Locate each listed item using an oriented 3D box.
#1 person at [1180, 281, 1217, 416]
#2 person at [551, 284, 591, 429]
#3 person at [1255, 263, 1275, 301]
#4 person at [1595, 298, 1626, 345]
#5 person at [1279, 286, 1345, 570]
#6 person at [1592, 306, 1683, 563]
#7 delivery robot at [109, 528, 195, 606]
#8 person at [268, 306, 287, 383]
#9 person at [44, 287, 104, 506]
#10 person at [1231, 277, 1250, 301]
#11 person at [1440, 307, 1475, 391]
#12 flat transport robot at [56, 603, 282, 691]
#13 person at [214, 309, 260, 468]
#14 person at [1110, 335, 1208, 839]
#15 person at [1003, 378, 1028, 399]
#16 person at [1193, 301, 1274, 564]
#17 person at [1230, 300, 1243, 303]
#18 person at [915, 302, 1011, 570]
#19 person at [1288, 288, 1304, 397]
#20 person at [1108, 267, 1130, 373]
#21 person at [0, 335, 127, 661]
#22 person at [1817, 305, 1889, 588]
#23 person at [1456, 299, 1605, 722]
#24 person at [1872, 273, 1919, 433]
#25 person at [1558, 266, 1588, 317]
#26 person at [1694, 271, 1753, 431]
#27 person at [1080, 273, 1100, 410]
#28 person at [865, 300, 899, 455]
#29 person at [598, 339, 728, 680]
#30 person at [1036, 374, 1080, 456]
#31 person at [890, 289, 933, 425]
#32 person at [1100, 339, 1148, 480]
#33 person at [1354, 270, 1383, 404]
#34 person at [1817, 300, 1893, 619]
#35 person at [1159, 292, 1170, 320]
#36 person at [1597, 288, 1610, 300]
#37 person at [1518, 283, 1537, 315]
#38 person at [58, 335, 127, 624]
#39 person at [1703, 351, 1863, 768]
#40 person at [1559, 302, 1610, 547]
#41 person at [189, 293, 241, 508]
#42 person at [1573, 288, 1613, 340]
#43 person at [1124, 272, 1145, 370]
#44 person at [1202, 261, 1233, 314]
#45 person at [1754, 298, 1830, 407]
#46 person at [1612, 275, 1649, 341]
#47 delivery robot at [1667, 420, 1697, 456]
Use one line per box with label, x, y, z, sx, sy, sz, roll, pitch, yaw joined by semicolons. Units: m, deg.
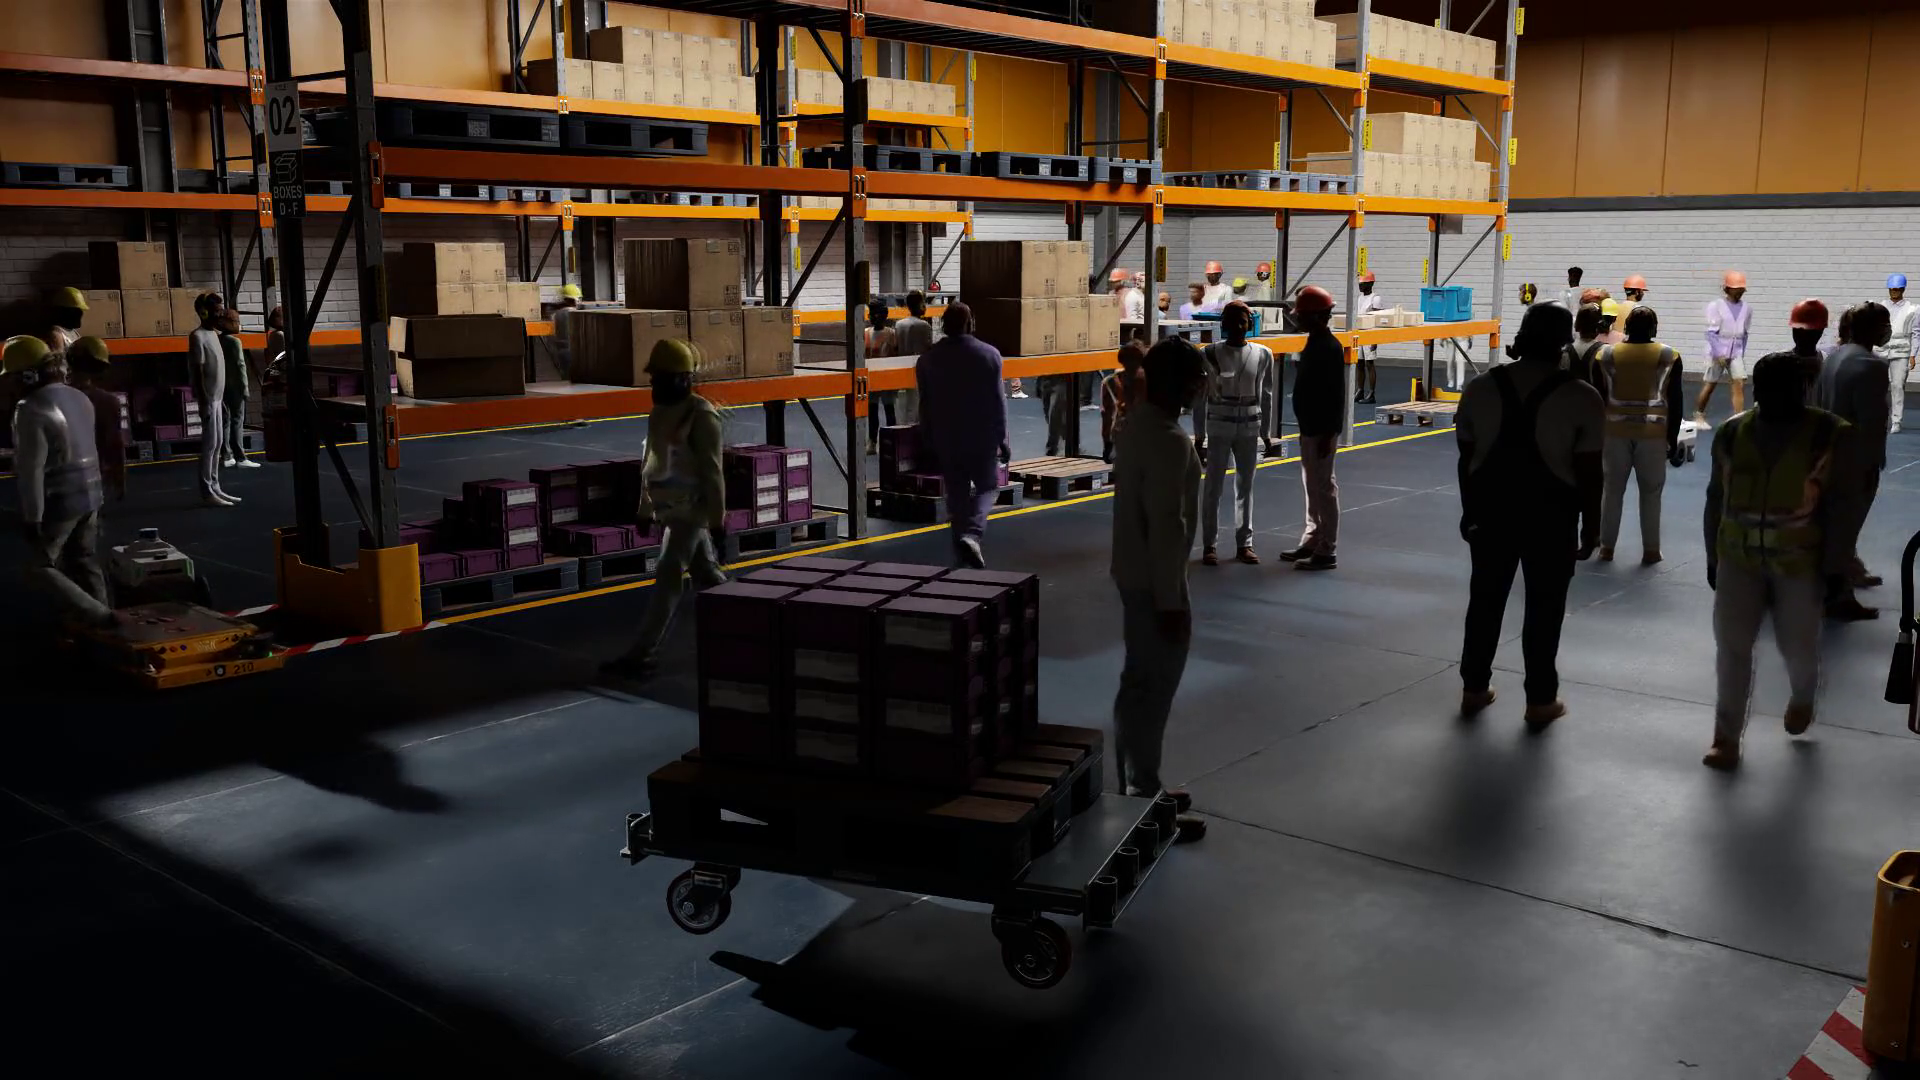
person;3.259;-2.609;22.624;0.576;1.815;0.903;8;13;39
person;-4.810;-2.261;20.626;0.595;1.817;0.510;7;12;33
person;5.415;-3.940;29.673;0.377;1.995;0.612;1;10;8
person;6.314;-1.491;16.383;0.533;1.765;0.320;-2;10;-14
person;2.496;-0.782;11.711;0.400;1.987;0.612;-1;10;-3
person;4.850;-0.752;11.954;0.619;1.845;0.430;5;11;26
delivery robot;-4.912;0.170;10.098;0.477;0.478;0.707;-8;13;-38
person;-7.264;-1.695;17.906;0.272;1.635;0.507;-8;13;-38
person;-7.632;-1.209;14.323;0.385;1.922;0.594;-3;10;-14
person;4.721;-3.610;28.470;0.621;1.742;0.554;6;11;30
person;7.965;-3.212;26.642;0.515;1.607;0.793;3;10;17
flat transport robot;-4.320;0.545;9.038;1.431;0.197;0.652;9;14;43
person;-7.482;-1.551;17.095;0.497;1.633;0.278;7;12;34
person;0.763;0.181;6.406;0.366;1.932;0.631;0;10;-2
person;0.750;-3.075;24.997;0.643;1.909;0.410;7;12;34
person;1.950;-0.760;11.882;0.583;1.882;0.350;-1;10;-6
person;3.318;-2.065;20.014;0.515;1.636;0.315;2;10;12
person;0.014;-0.694;11.504;0.673;1.883;0.508;3;11;19
person;5.091;-2.932;24.889;0.550;1.662;0.683;7;12;35
person;2.586;-3.245;25.810;0.818;1.964;0.614;-6;11;-30
person;-4.804;-0.191;8.878;0.492;1.796;0.682;0;10;0
person;5.987;-0.669;11.391;0.632;1.877;1.087;-2;10;-14
person;2.744;-0.154;7.986;0.690;2.000;0.535;7;12;35
person;11.385;-2.279;20.346;0.605;1.948;0.391;7;12;36
person;9.676;-3.327;26.258;0.613;1.963;0.362;-3;10;-16
person;9.306;-2.272;20.225;0.601;1.988;1.014;0;10;-3
person;1.785;-2.746;23.129;0.444;1.904;0.602;-7;12;-34
person;-0.867;-1.740;17.992;0.536;1.696;0.322;7;12;35
person;-1.501;-0.176;8.866;0.951;1.784;0.605;-7;12;-33
person;1.031;-1.612;17.220;0.491;1.719;0.771;9;13;41
person;-0.383;-1.654;17.141;0.942;1.825;0.548;-8;13;-39
person;1.282;-0.680;12.245;0.527;1.584;0.750;4;11;21
person;5.872;-2.943;24.157;0.359;1.936;0.552;-4;11;-24
person;5.466;-0.496;10.221;0.352;1.937;0.635;1;10;3
person;2.845;-2.698;23.626;0.285;1.633;0.499;-1;10;-7
person;6.649;-1.725;17.513;0.429;1.840;0.624;1;10;4
person;7.738;-2.497;22.045;0.567;1.806;1.024;-9;14;-43
person;-5.328;-0.380;10.147;0.544;1.722;0.709;2;10;9
person;3.608;0.070;7.353;0.630;1.817;0.772;8;13;39
person;4.735;-0.872;12.625;0.506;1.847;0.345;8;13;40
person;-6.540;-1.218;14.546;0.309;1.864;0.534;-2;10;-9
person;6.169;-1.553;16.453;0.631;1.871;0.395;-2;10;-13
person;2.635;-2.957;24.319;0.406;1.911;0.638;4;11;22
person;4.034;-3.413;26.537;0.615;2.039;0.392;8;13;38
person;5.403;-0.584;10.730;0.552;1.934;0.352;0;10;1
person;8.095;-2.233;20.124;0.376;1.932;0.551;-4;11;-22
delivery robot;7.428;-1.121;17.434;0.707;0.478;0.477;-9;13;-43
